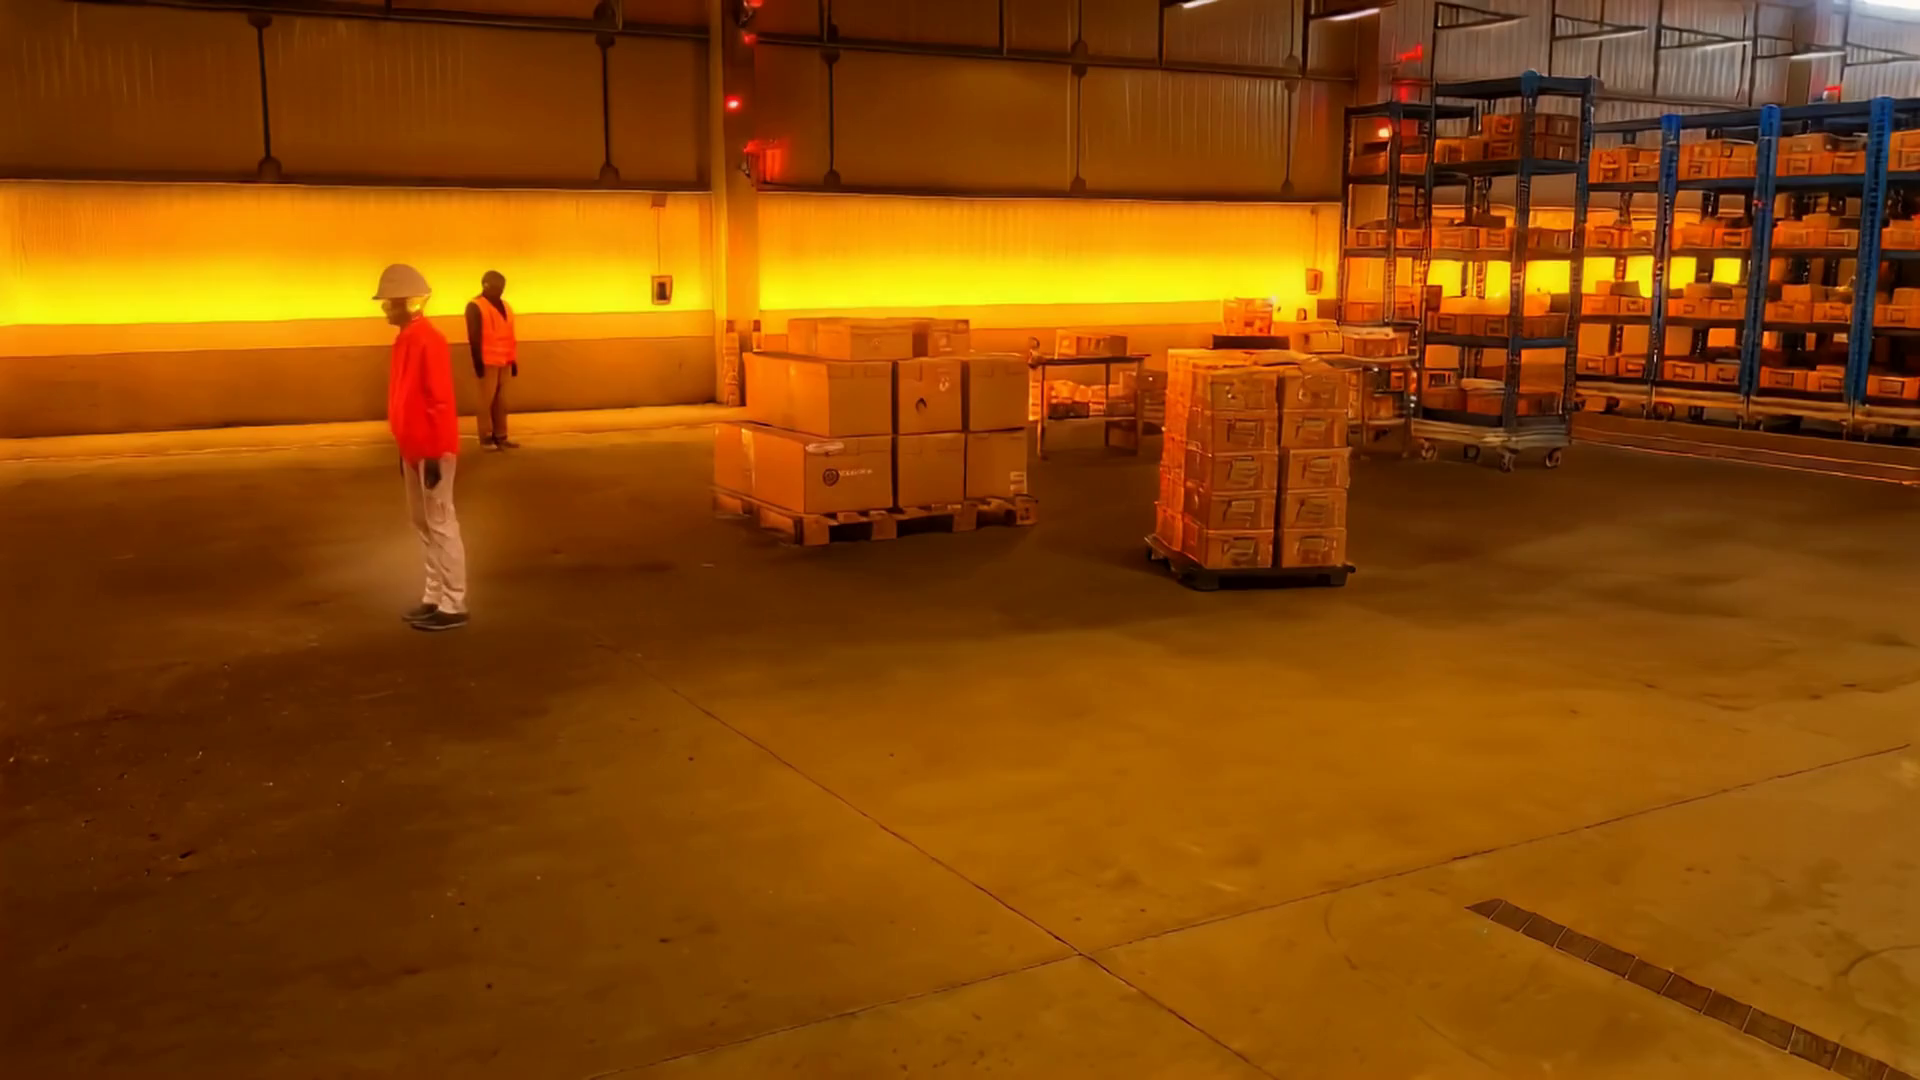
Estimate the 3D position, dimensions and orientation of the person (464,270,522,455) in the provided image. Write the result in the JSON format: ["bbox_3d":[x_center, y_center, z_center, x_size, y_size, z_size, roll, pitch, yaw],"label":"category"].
[{"bbox_3d":[-4.678,-1.784,16.738,0.429,1.838,0.621,4,11,20],"label":"person"}]

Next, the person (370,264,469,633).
[{"bbox_3d":[-2.932,-0.492,9.012,0.412,1.987,0.607,-8,13,-37],"label":"person"}]
